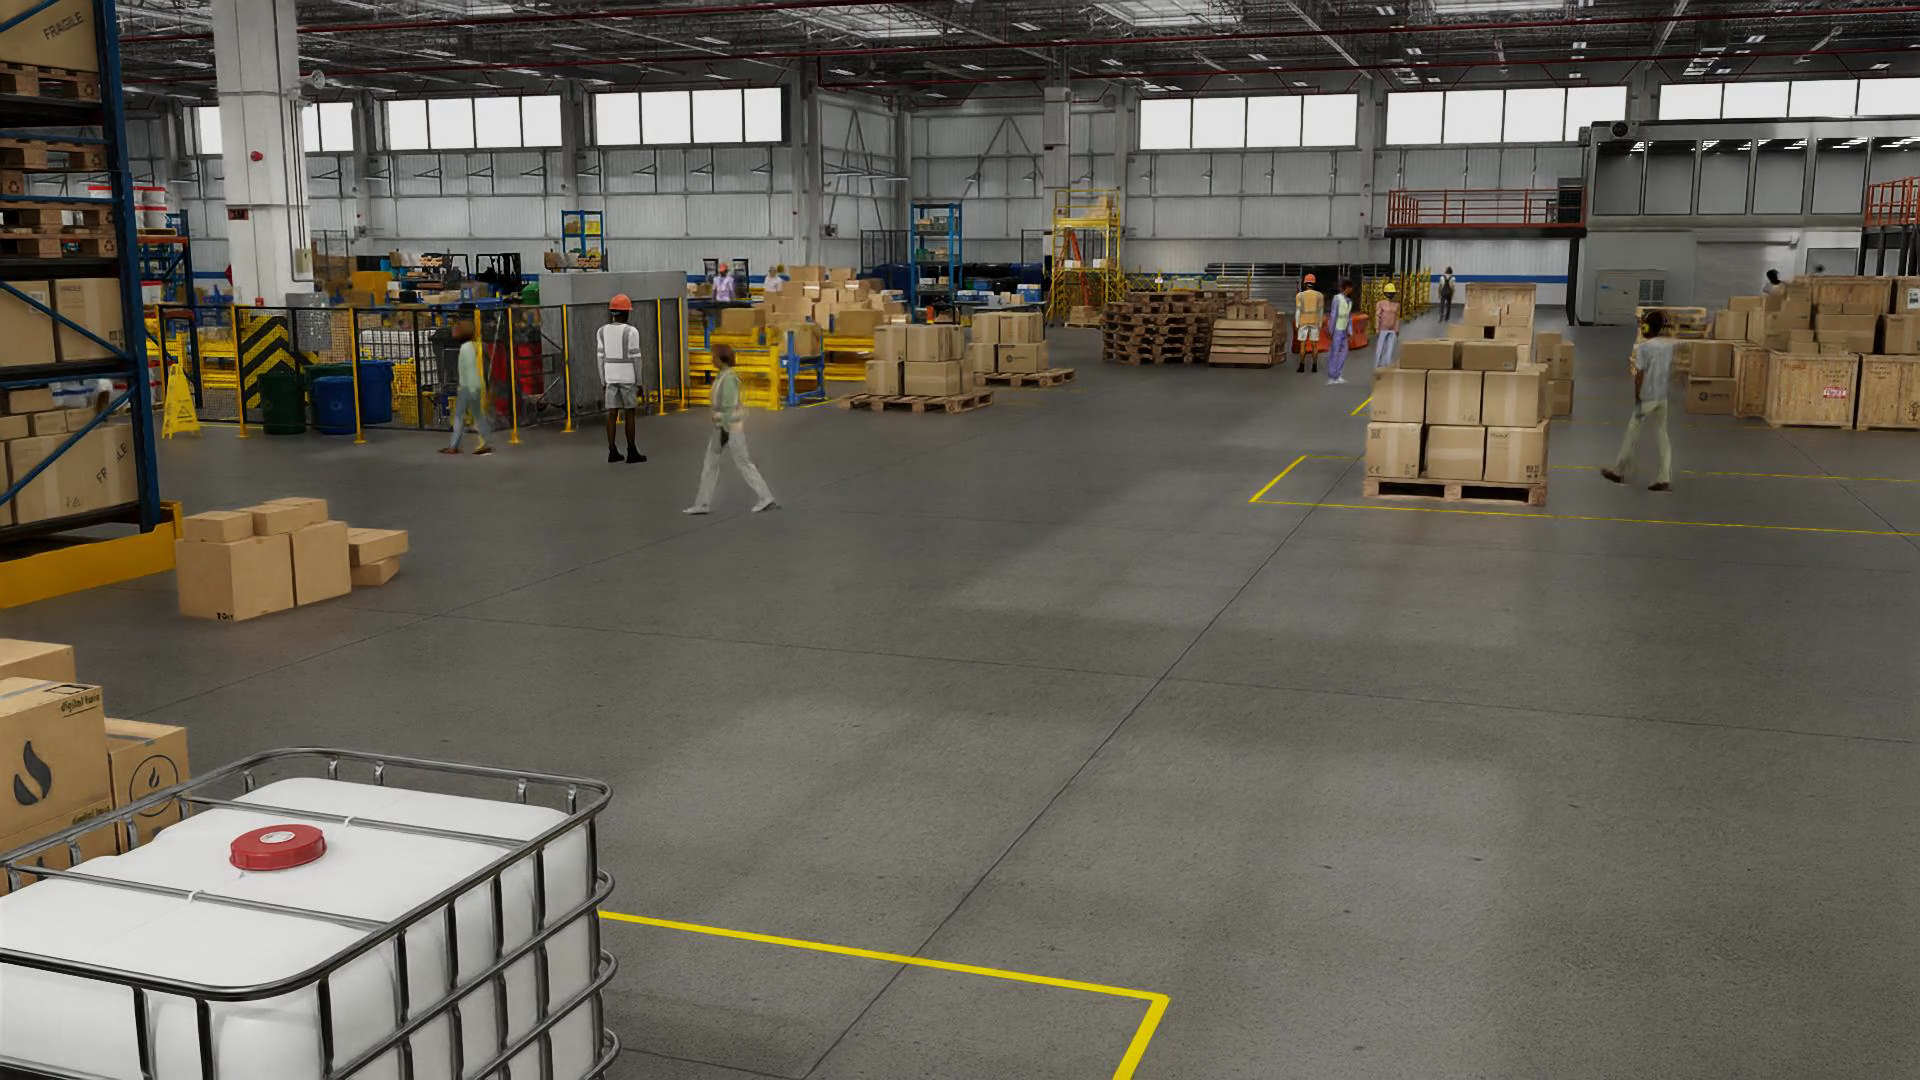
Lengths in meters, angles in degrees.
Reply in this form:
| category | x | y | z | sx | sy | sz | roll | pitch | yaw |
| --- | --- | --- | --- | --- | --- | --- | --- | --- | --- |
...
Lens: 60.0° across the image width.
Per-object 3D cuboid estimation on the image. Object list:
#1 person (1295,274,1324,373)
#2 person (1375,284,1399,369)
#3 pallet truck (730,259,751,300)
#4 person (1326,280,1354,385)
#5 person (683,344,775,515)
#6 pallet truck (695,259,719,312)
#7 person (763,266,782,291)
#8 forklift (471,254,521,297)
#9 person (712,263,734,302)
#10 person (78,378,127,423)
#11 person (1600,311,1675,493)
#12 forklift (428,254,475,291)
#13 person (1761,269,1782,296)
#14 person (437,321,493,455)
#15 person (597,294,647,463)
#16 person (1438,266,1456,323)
| category | x | y | z | sx | sy | sz | roll | pitch | yaw |
| --- | --- | --- | --- | --- | --- | --- | --- | --- | --- |
| person | 6.844 | -4.249 | 32.654 | 0.545 | 1.938 | 0.356 | 0 | 10 | 0 |
| person | 8.177 | -4.014 | 31.815 | 0.524 | 1.769 | 0.308 | -4 | 11 | -23 |
| pallet truck | -7.986 | -9.493 | 62.019 | 0.823 | 1.965 | 1.885 | 3 | 11 | 17 |
| person | 6.788 | -3.730 | 29.933 | 0.383 | 1.876 | 0.713 | 8 | 13 | 39 |
| person | -2.128 | -1.030 | 15.474 | 0.845 | 1.599 | 0.525 | -5 | 11 | -25 |
| pallet truck | -9.165 | -9.627 | 62.776 | 0.823 | 1.965 | 1.885 | 4 | 11 | 23 |
| person | -5.476 | -7.058 | 48.633 | 0.675 | 1.879 | 0.522 | 8 | 13 | 39 |
| forklift | -17.990 | -10.121 | 64.684 | 1.157 | 1.987 | 2.680 | 3 | 11 | 17 |
| person | -6.563 | -6.720 | 46.405 | 0.610 | 2.015 | 0.988 | 4 | 11 | 22 |
| person | -10.691 | -2.136 | 20.846 | 0.816 | 1.907 | 0.550 | 3 | 11 | 18 |
| person | 7.038 | -1.425 | 17.060 | 0.523 | 1.825 | 0.939 | -2 | 10 | -14 |
| forklift | -20.133 | -10.254 | 65.465 | 1.157 | 1.987 | 2.680 | 3 | 11 | 19 |
| person | 19.494 | -5.508 | 39.775 | 0.618 | 1.920 | 0.596 | 10 | 14 | 43 |
| person | -5.934 | -1.793 | 19.758 | 0.742 | 1.593 | 0.515 | -2 | 10 | -13 |
| person | -3.885 | -1.850 | 19.146 | 0.553 | 1.935 | 0.362 | 4 | 11 | 20 |
| person | 15.597 | -7.857 | 53.295 | 0.535 | 1.823 | 0.567 | 4 | 11 | 22 |
